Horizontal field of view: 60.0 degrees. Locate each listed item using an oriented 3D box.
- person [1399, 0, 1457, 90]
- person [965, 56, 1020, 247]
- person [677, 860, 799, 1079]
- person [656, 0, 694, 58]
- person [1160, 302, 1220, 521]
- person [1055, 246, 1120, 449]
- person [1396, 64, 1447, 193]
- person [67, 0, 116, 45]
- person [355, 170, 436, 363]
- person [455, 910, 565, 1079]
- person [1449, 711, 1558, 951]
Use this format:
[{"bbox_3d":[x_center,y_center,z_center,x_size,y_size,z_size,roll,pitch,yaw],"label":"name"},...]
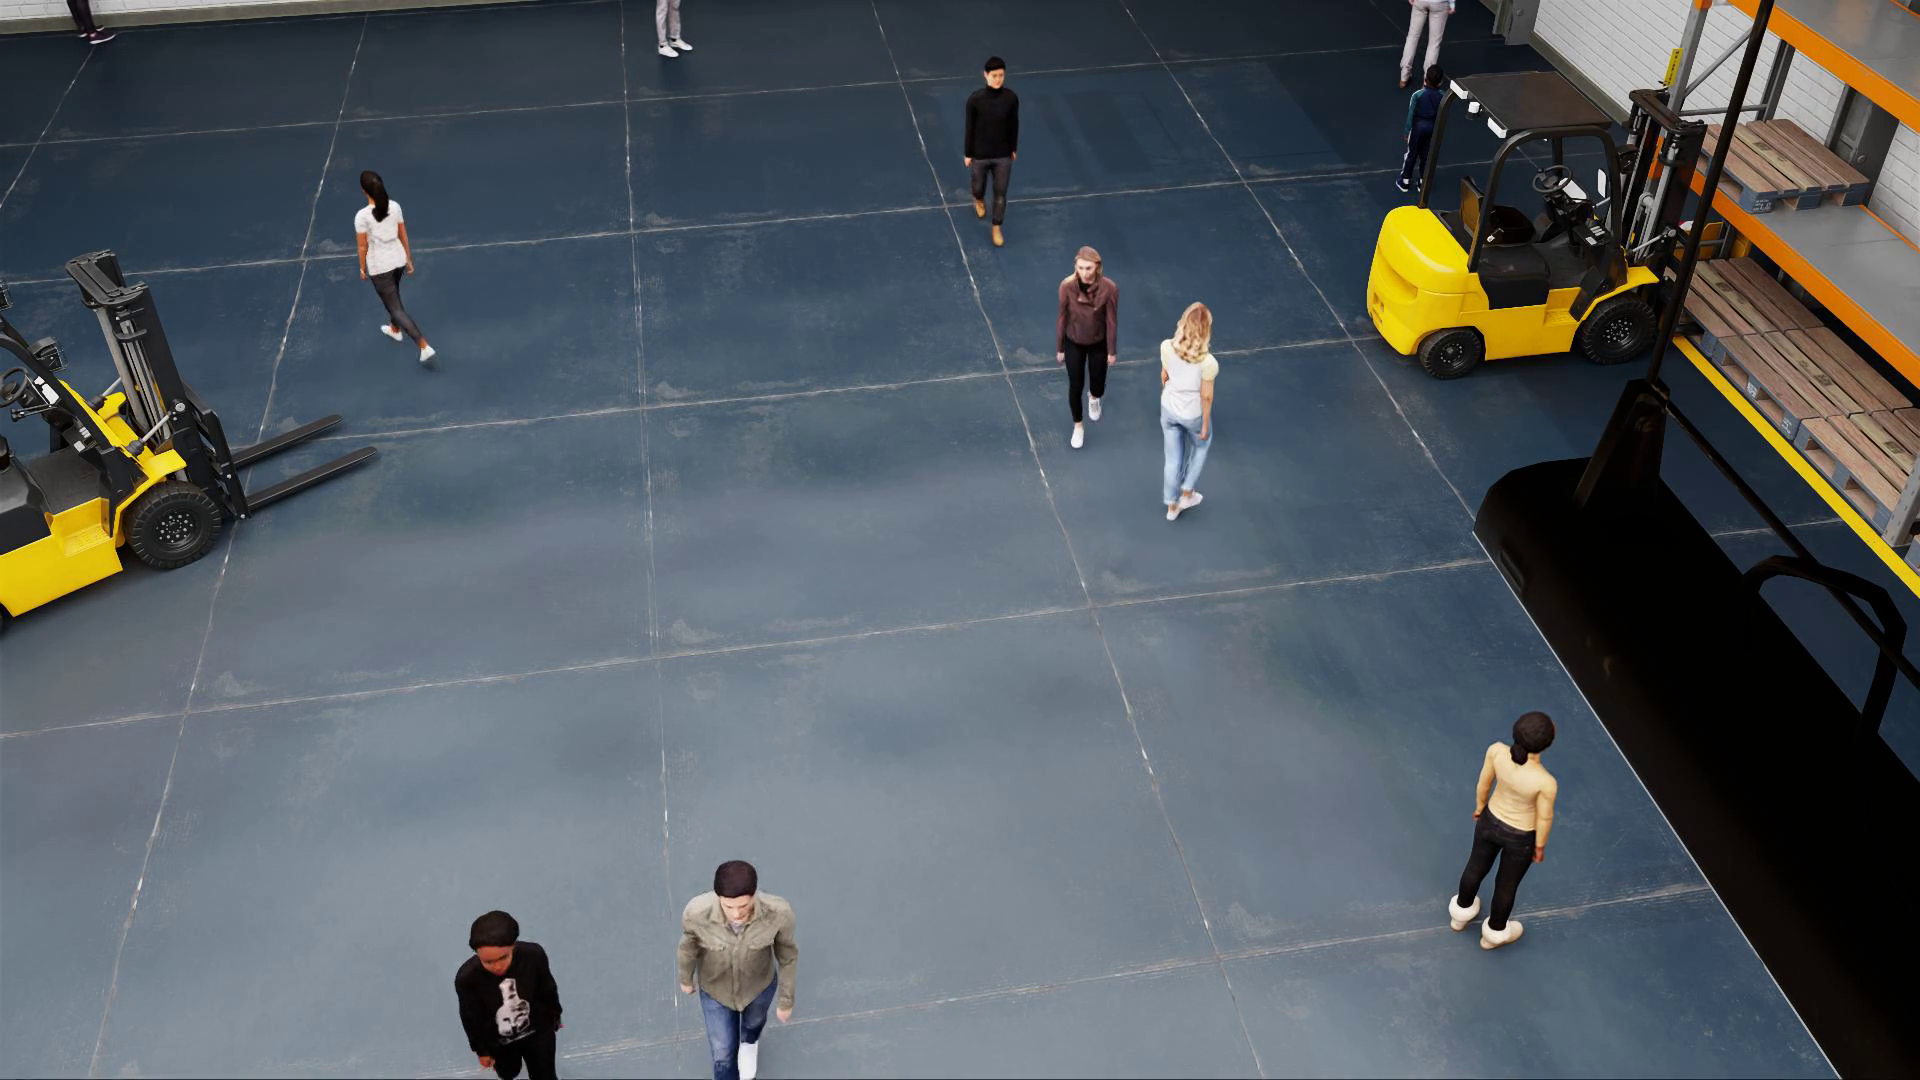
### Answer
[{"bbox_3d":[5.013,-5.723,17.677,0.746,1.894,0.811,25,45,28],"label":"person"},{"bbox_3d":[0.270,-3.577,15.139,0.686,1.709,0.938,-4,39,-5],"label":"person"},{"bbox_3d":[-1.061,2.042,8.011,0.756,1.822,1.046,-2,39,-2],"label":"person"},{"bbox_3d":[-3.270,-6.322,18.474,0.798,1.835,0.718,21,43,24],"label":"person"},{"bbox_3d":[1.534,-0.847,11.717,0.754,1.712,0.809,22,44,25],"label":"person"},{"bbox_3d":[0.967,-1.502,12.555,0.737,1.691,0.821,5,39,6],"label":"person"},{"bbox_3d":[4.456,-3.956,15.976,0.529,1.255,0.509,0,39,0],"label":"person"},{"bbox_3d":[-10.076,-6.568,18.781,0.818,1.837,0.719,-31,48,-33],"label":"person"},{"bbox_3d":[-4.594,-2.187,13.470,1.091,1.618,1.025,24,44,27],"label":"person"},{"bbox_3d":[-2.116,2.252,7.889,0.728,1.647,1.027,-17,42,-20],"label":"person"},{"bbox_3d":[2.896,1.524,8.789,0.748,1.660,0.662,-29,47,-32],"label":"person"}]
